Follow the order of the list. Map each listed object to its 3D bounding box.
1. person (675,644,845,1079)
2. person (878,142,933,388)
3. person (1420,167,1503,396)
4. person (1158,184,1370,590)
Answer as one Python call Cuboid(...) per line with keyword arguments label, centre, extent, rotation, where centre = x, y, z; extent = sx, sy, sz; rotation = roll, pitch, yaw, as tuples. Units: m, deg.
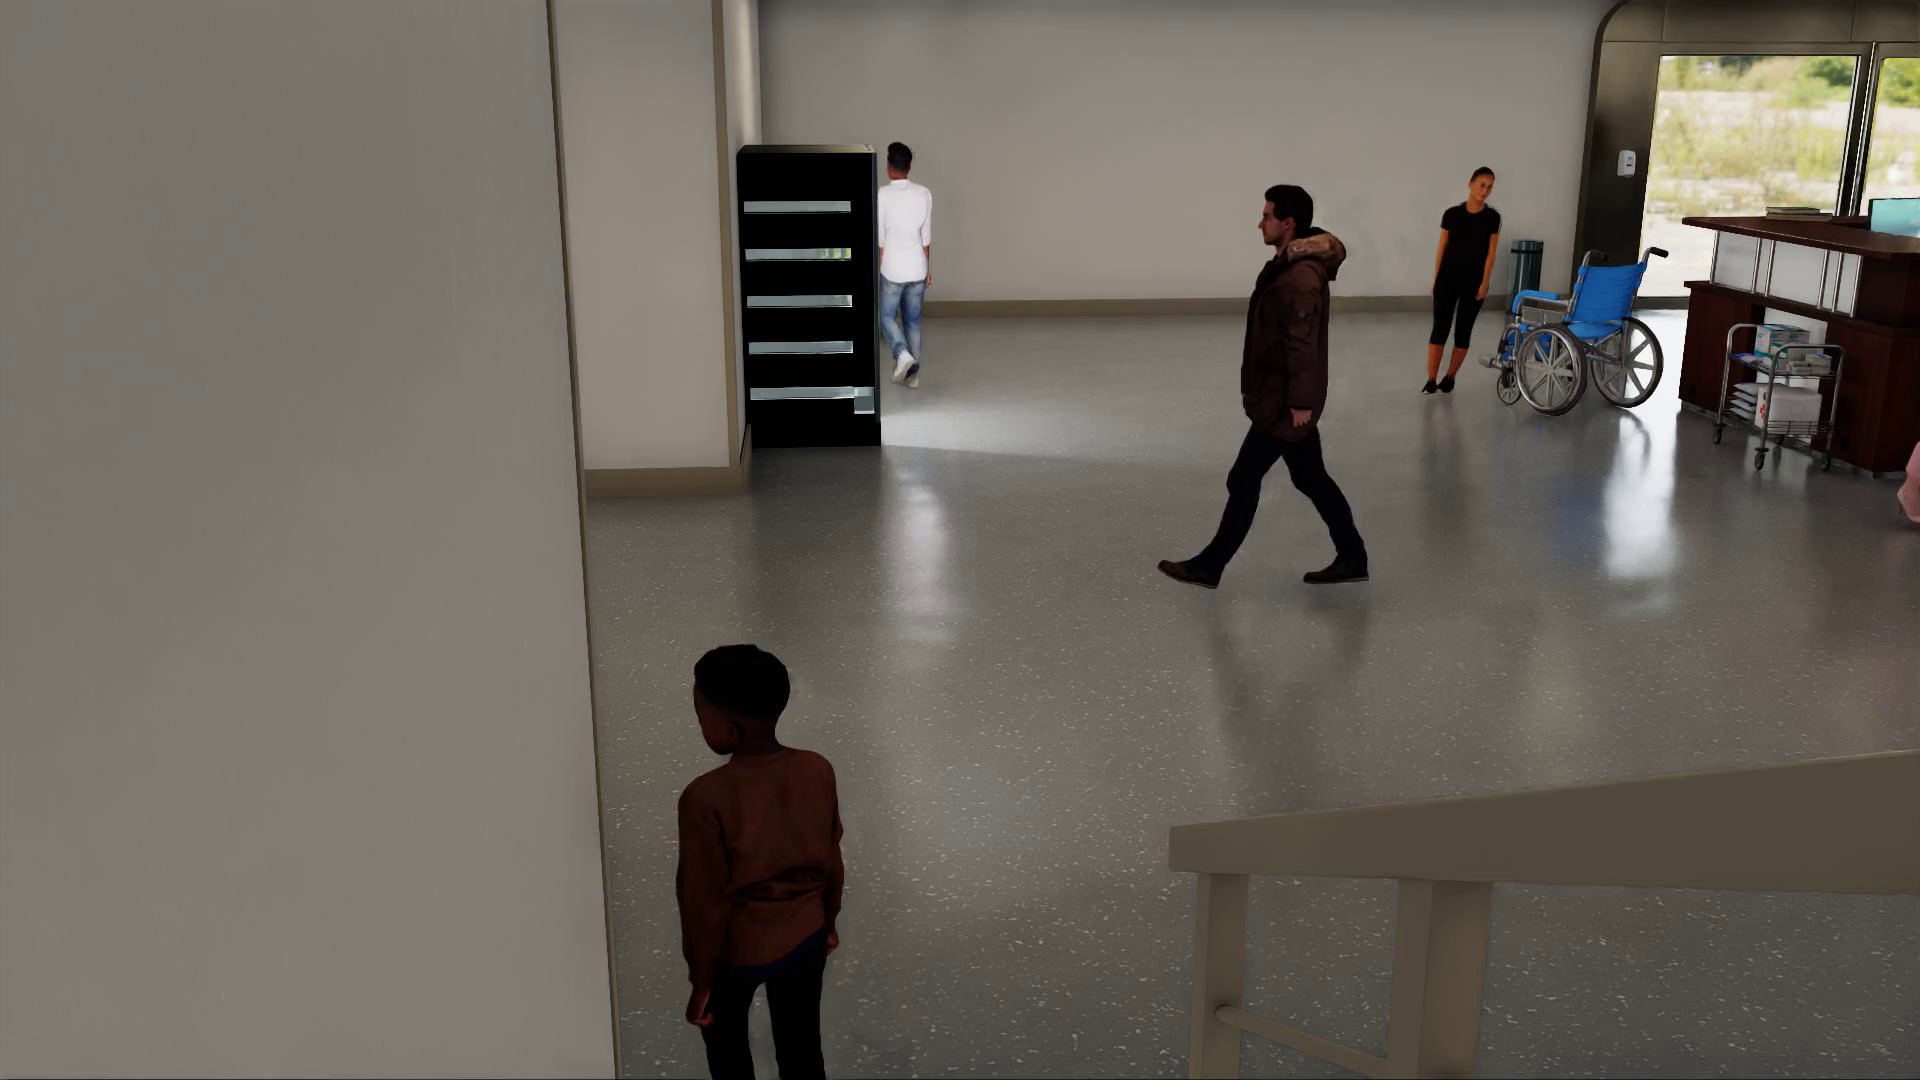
Cuboid(label="person", centre=(-0.362, 0.823, 3.284), extent=(0.667, 1.242, 0.717), rotation=(-10, 18, -31))
Cuboid(label="person", centre=(-0.403, -1.997, 12.262), extent=(0.782, 1.798, 0.931), rotation=(-6, 17, -21))
Cuboid(label="person", centre=(3.674, -1.873, 12.110), extent=(0.838, 1.642, 0.972), rotation=(8, 18, 26))
Cuboid(label="person", centre=(1.525, -0.607, 7.341), extent=(0.989, 1.794, 1.195), rotation=(2, 16, 7))
